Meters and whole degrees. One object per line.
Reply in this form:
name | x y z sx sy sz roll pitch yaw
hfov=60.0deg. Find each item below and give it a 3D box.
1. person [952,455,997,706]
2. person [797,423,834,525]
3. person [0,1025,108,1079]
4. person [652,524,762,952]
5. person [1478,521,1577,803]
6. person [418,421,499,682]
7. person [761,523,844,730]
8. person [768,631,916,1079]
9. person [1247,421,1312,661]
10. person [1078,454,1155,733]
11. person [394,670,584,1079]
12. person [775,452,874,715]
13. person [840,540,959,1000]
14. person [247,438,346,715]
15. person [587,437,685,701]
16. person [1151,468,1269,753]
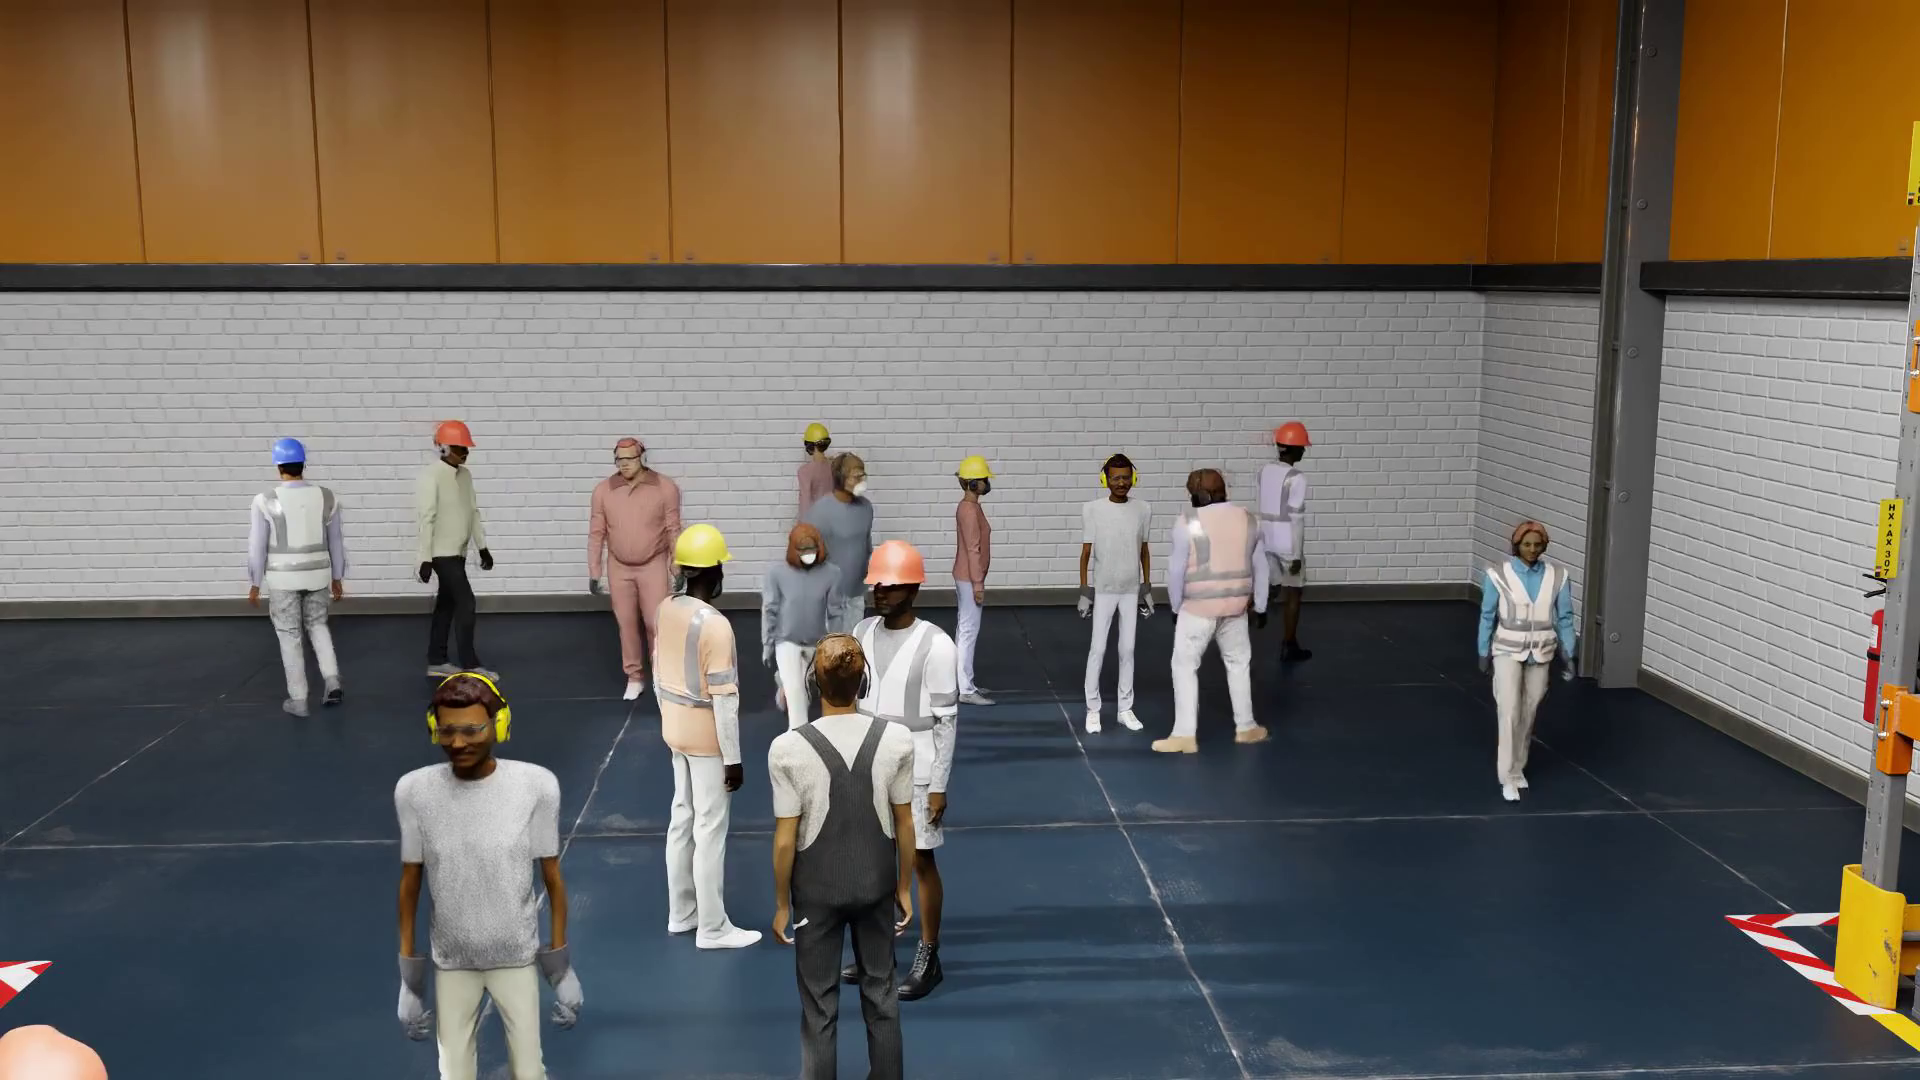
person | 0.099 0.281 11.801 0.304 1.772 0.525 -1 9 -5
person | -1.221 -0.130 14.387 0.307 1.772 0.523 7 11 37
person | -1.349 1.676 2.522 0.547 1.937 0.381 -5 10 -29
person | -1.153 0.884 7.509 0.364 1.928 0.594 -7 11 -37
person | 3.301 0.708 9.623 0.518 1.613 0.730 0 9 -1
person | -3.697 0.094 12.397 0.821 1.959 0.617 1 9 9
person | -0.966 0.640 10.262 0.511 1.536 1.002 -4 10 -21
person | -0.401 1.218 5.684 0.508 1.846 0.345 -3 10 -18
person | 2.461 0.026 12.955 0.653 1.912 0.553 -6 11 -31
person | 1.042 0.351 11.055 0.532 1.868 0.310 -2 9 -13
person | -1.448 1.298 5.137 0.568 1.863 0.332 -1 9 -6
person | -0.888 0.355 10.945 0.856 1.911 0.636 5 10 29
person | -0.268 0.958 7.013 0.547 1.942 0.350 6 11 35
person | -4.550 0.261 11.412 0.430 1.929 0.618 9 13 44
person | -2.318 0.210 11.852 0.684 1.892 0.435 0 9 2
person | 1.666 0.448 10.661 0.858 1.810 0.431 -4 10 -21
